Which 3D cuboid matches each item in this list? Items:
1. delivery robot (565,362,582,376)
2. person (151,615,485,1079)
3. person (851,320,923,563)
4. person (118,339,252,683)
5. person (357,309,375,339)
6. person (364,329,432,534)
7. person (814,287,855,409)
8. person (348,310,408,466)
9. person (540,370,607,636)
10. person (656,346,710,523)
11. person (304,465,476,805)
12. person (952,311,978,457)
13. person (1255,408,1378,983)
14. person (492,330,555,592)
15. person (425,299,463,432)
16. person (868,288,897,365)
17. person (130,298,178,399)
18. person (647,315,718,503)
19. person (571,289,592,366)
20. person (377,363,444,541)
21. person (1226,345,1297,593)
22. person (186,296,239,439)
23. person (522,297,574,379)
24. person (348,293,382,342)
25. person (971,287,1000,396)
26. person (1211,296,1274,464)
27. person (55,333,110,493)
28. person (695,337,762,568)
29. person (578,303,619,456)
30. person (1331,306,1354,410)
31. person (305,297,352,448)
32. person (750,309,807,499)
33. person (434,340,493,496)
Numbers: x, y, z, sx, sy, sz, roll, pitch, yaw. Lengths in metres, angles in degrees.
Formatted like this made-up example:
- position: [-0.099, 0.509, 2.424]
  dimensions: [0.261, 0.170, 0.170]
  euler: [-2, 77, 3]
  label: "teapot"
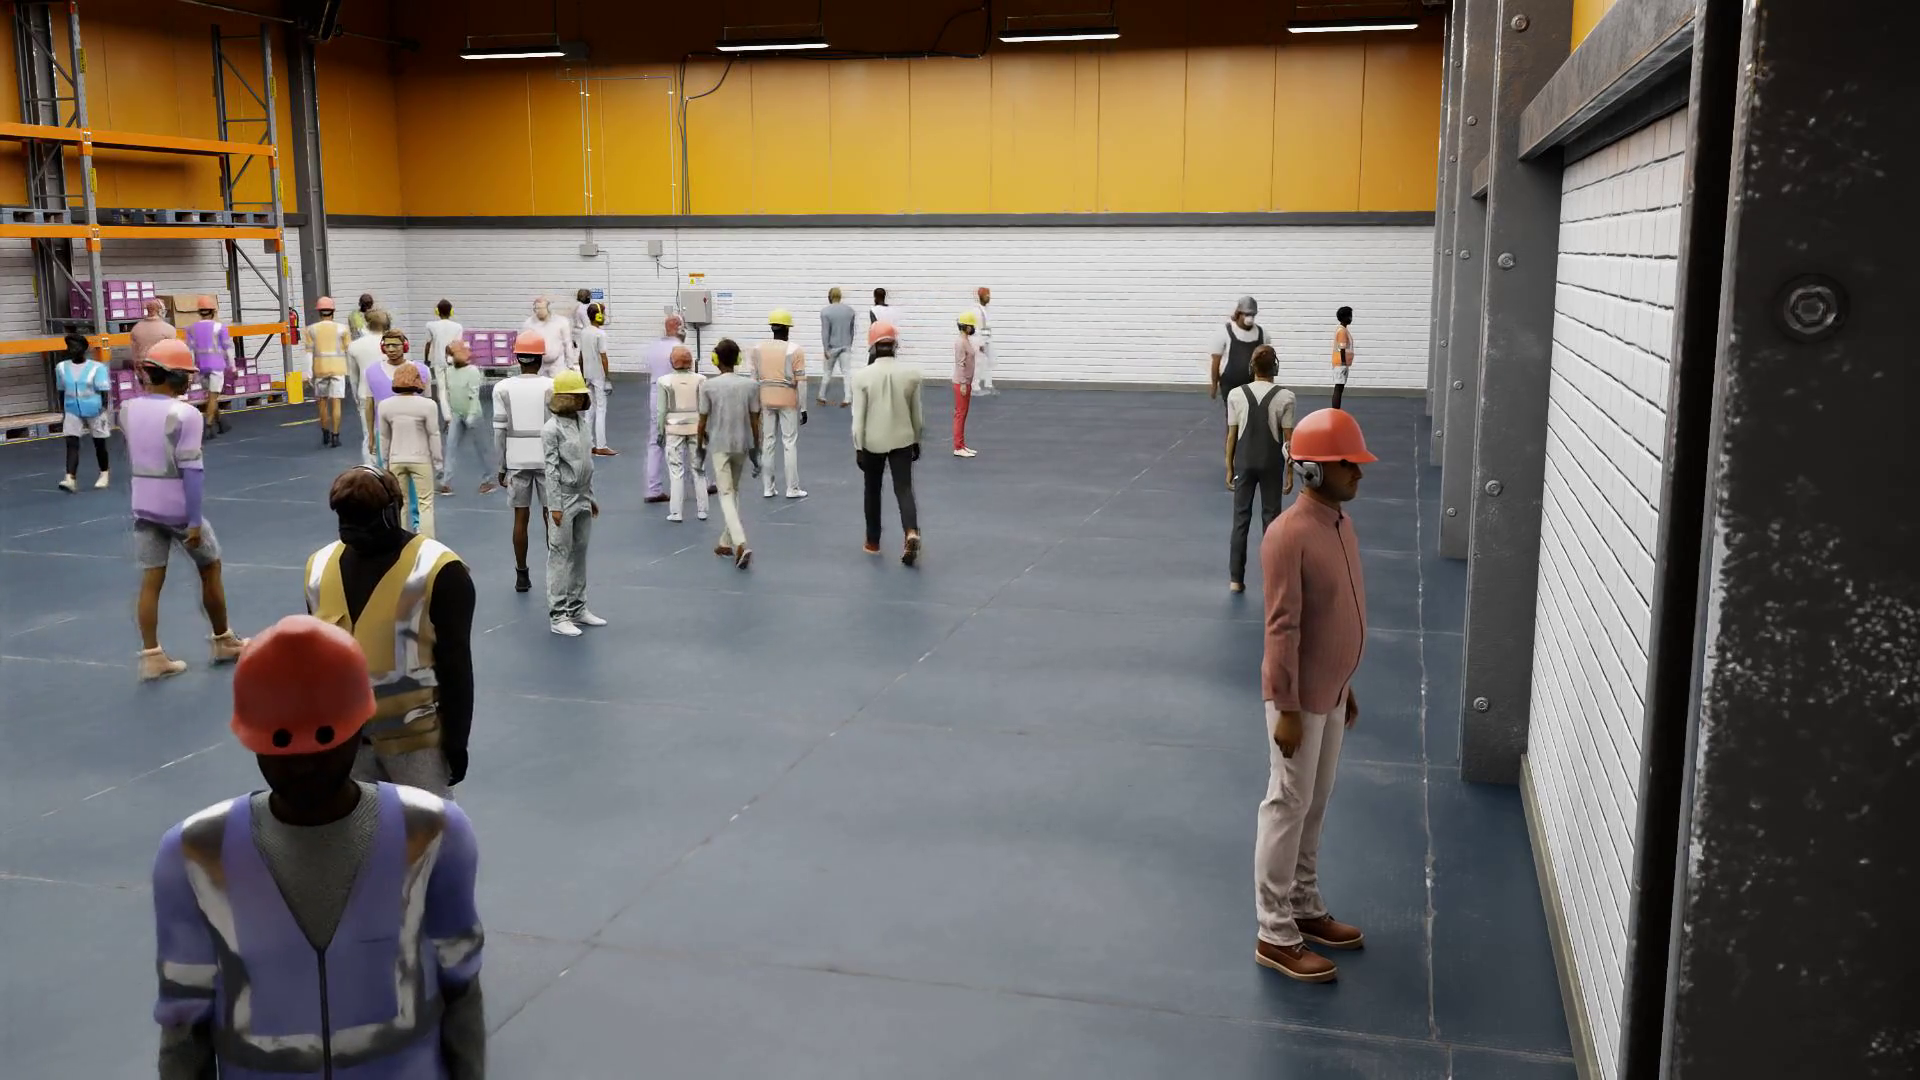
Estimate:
- position: [-6.659, -2.846, 28.805]
  dimensions: [0.477, 0.478, 0.707]
  euler: [-7, 12, -35]
  label: "delivery robot"
- position: [-1.115, 1.075, 2.965]
  dimensions: [0.551, 1.932, 0.378]
  euler: [-4, 11, -19]
  label: "person"
- position: [-0.572, -0.800, 13.514]
  dimensions: [0.617, 1.965, 0.888]
  euler: [-3, 10, -14]
  label: "person"
- position: [-4.651, -0.195, 9.969]
  dimensions: [0.610, 2.002, 0.903]
  euler: [3, 10, 16]
  label: "person"
- position: [-9.100, -2.808, 25.922]
  dimensions: [0.520, 1.593, 0.872]
  euler: [-3, 10, -14]
  label: "person"
- position: [-4.875, -0.919, 14.504]
  dimensions: [0.564, 1.845, 0.389]
  euler: [-2, 10, -11]
  label: "person"
- position: [-1.981, -3.052, 26.425]
  dimensions: [0.646, 1.893, 0.954]
  euler: [-6, 12, -30]
  label: "person"
- position: [-6.041, -1.454, 17.399]
  dimensions: [0.654, 1.884, 1.006]
  euler: [0, 10, -1]
  label: "person"
- position: [-2.557, -0.251, 11.016]
  dimensions: [0.295, 1.744, 0.484]
  euler: [4, 11, 20]
  label: "person"
- position: [-2.563, -0.980, 15.441]
  dimensions: [0.523, 1.636, 0.311]
  euler: [-5, 11, -25]
  label: "person"
- position: [-1.940, 0.656, 5.630]
  dimensions: [0.628, 1.837, 0.429]
  euler: [2, 10, 13]
  label: "person"
- position: [0.066, -1.901, 20.295]
  dimensions: [0.314, 1.768, 0.522]
  euler: [1, 10, 7]
  label: "person"
- position: [1.253, 0.530, 5.877]
  dimensions: [0.378, 1.995, 0.609]
  euler: [6, 12, 31]
  label: "person"
- position: [-3.155, -0.579, 12.323]
  dimensions: [0.551, 1.935, 0.372]
  euler: [-1, 10, -6]
  label: "person"
- position: [-7.149, -2.420, 23.069]
  dimensions: [0.533, 1.834, 0.937]
  euler: [-5, 11, -25]
  label: "person"
- position: [-1.317, -3.134, 26.950]
  dimensions: [0.901, 1.874, 0.602]
  euler: [10, 14, 44]
  label: "person"
- position: [-9.991, -2.060, 20.806]
  dimensions: [0.651, 1.902, 0.403]
  euler: [3, 10, 14]
  label: "person"
- position: [-2.821, -1.328, 16.757]
  dimensions: [0.654, 1.861, 0.927]
  euler: [8, 13, 39]
  label: "person"
- position: [-6.830, -3.602, 29.831]
  dimensions: [0.809, 1.809, 0.629]
  euler: [-4, 11, -22]
  label: "person"
- position: [-4.403, -0.601, 13.339]
  dimensions: [0.507, 1.628, 0.283]
  euler: [1, 10, 6]
  label: "person"
- position: [2.202, -0.507, 12.202]
  dimensions: [0.508, 1.841, 0.336]
  euler: [3, 11, 18]
  label: "person"
- position: [-10.040, -2.312, 22.309]
  dimensions: [0.551, 1.889, 1.013]
  euler: [1, 10, 4]
  label: "person"
- position: [-5.710, -2.408, 22.945]
  dimensions: [0.663, 1.852, 0.885]
  euler: [1, 10, 4]
  label: "person"
- position: [-9.549, -3.085, 26.906]
  dimensions: [0.644, 1.812, 0.762]
  euler: [-2, 10, -11]
  label: "person"
- position: [0.466, -3.381, 28.396]
  dimensions: [0.622, 1.859, 0.607]
  euler: [4, 11, 20]
  label: "person"
- position: [3.285, -1.832, 19.125]
  dimensions: [0.693, 2.000, 1.033]
  euler: [-2, 10, -13]
  label: "person"
- position: [-9.115, -1.314, 17.265]
  dimensions: [0.555, 1.646, 0.856]
  euler: [-1, 10, -6]
  label: "person"
- position: [-1.847, -0.710, 13.361]
  dimensions: [0.527, 1.841, 0.909]
  euler: [-5, 11, -28]
  label: "person"
- position: [-4.446, -1.958, 20.338]
  dimensions: [0.535, 1.864, 0.309]
  euler: [8, 13, 40]
  label: "person"
- position: [5.523, -2.524, 24.017]
  dimensions: [0.318, 1.697, 0.535]
  euler: [2, 10, 9]
  label: "person"
- position: [-8.072, -2.159, 21.363]
  dimensions: [0.560, 1.903, 0.850]
  euler: [-2, 10, -12]
  label: "person"
- position: [-1.821, -1.378, 16.884]
  dimensions: [0.594, 1.922, 0.384]
  euler: [3, 10, 17]
  label: "person"
- position: [-5.111, -1.231, 16.995]
  dimensions: [0.516, 1.588, 0.845]
  euler: [5, 11, 25]
  label: "person"
